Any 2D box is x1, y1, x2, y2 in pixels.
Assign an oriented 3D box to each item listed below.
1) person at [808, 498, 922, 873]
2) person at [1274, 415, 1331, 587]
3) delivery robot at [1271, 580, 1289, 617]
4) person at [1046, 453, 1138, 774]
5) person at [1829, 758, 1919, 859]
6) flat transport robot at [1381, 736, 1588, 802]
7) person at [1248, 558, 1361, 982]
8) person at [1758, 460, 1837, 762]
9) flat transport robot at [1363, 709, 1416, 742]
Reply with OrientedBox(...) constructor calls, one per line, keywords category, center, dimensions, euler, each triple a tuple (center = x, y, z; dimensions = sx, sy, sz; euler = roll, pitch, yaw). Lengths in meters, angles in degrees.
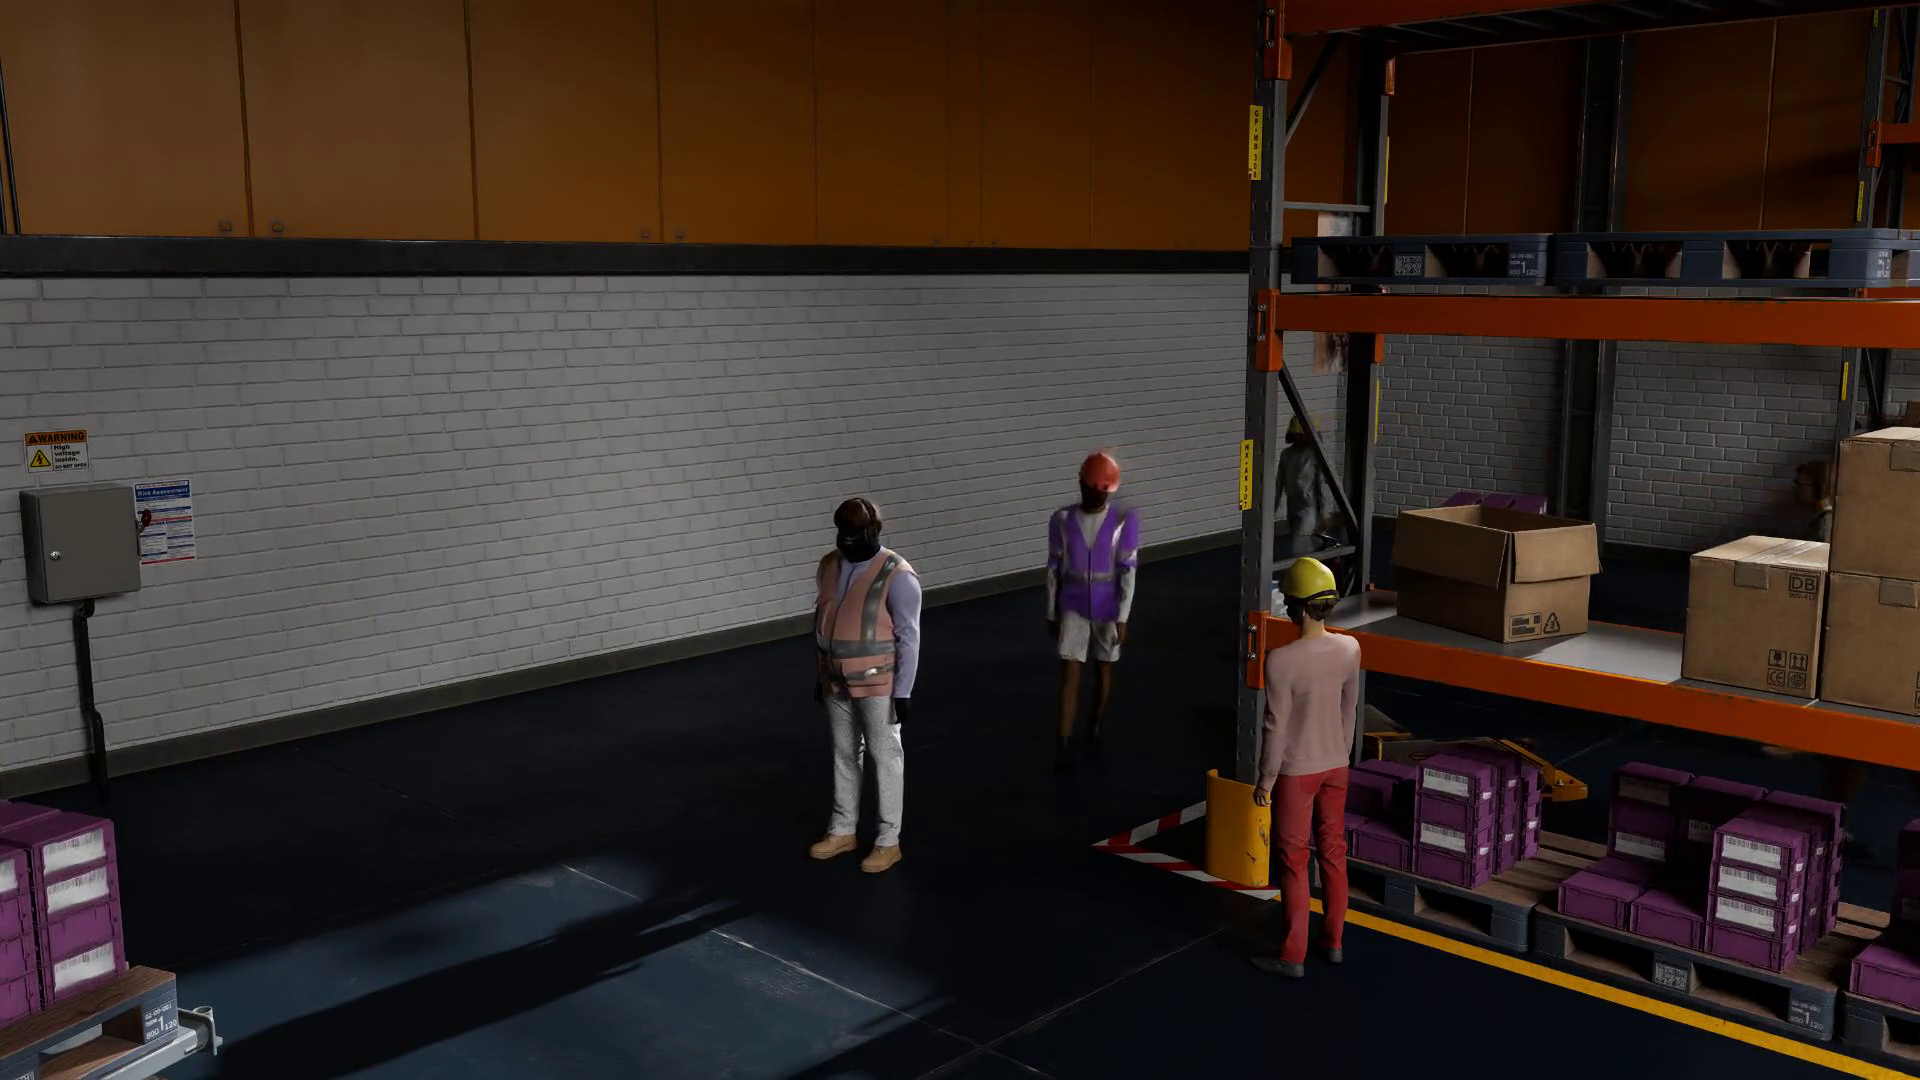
OrientedBox(category="person", center=(-0.487, 0.706, 8.192), dimensions=(0.624, 1.845, 0.430), euler=(8, 12, 39))
OrientedBox(category="person", center=(2.876, -0.245, 14.381), dimensions=(0.768, 1.709, 0.556), euler=(-6, 11, -34))
OrientedBox(category="delivery robot", center=(2.393, 0.551, 12.788), dimensions=(0.477, 0.478, 0.707), euler=(3, 10, 19))
OrientedBox(category="person", center=(0.763, 0.424, 9.815), dimensions=(0.552, 1.866, 1.038), euler=(2, 9, 10))
OrientedBox(category="person", center=(4.698, 0.701, 8.079), dimensions=(0.983, 1.883, 0.566), euler=(8, 12, 40))
OrientedBox(category="flat transport robot", center=(2.696, 1.303, 9.332), dimensions=(1.431, 0.197, 0.652), euler=(-2, 9, -10))
OrientedBox(category="person", center=(1.437, 0.950, 6.932), dimensions=(0.524, 1.769, 0.308), euler=(-6, 11, -34))
OrientedBox(category="person", center=(5.057, 0.439, 9.853), dimensions=(0.441, 1.834, 0.543), euler=(3, 10, 19))
OrientedBox(category="flat transport robot", center=(2.262, 1.145, 10.306), dimensions=(0.652, 0.197, 1.431), euler=(-1, 9, -7))
